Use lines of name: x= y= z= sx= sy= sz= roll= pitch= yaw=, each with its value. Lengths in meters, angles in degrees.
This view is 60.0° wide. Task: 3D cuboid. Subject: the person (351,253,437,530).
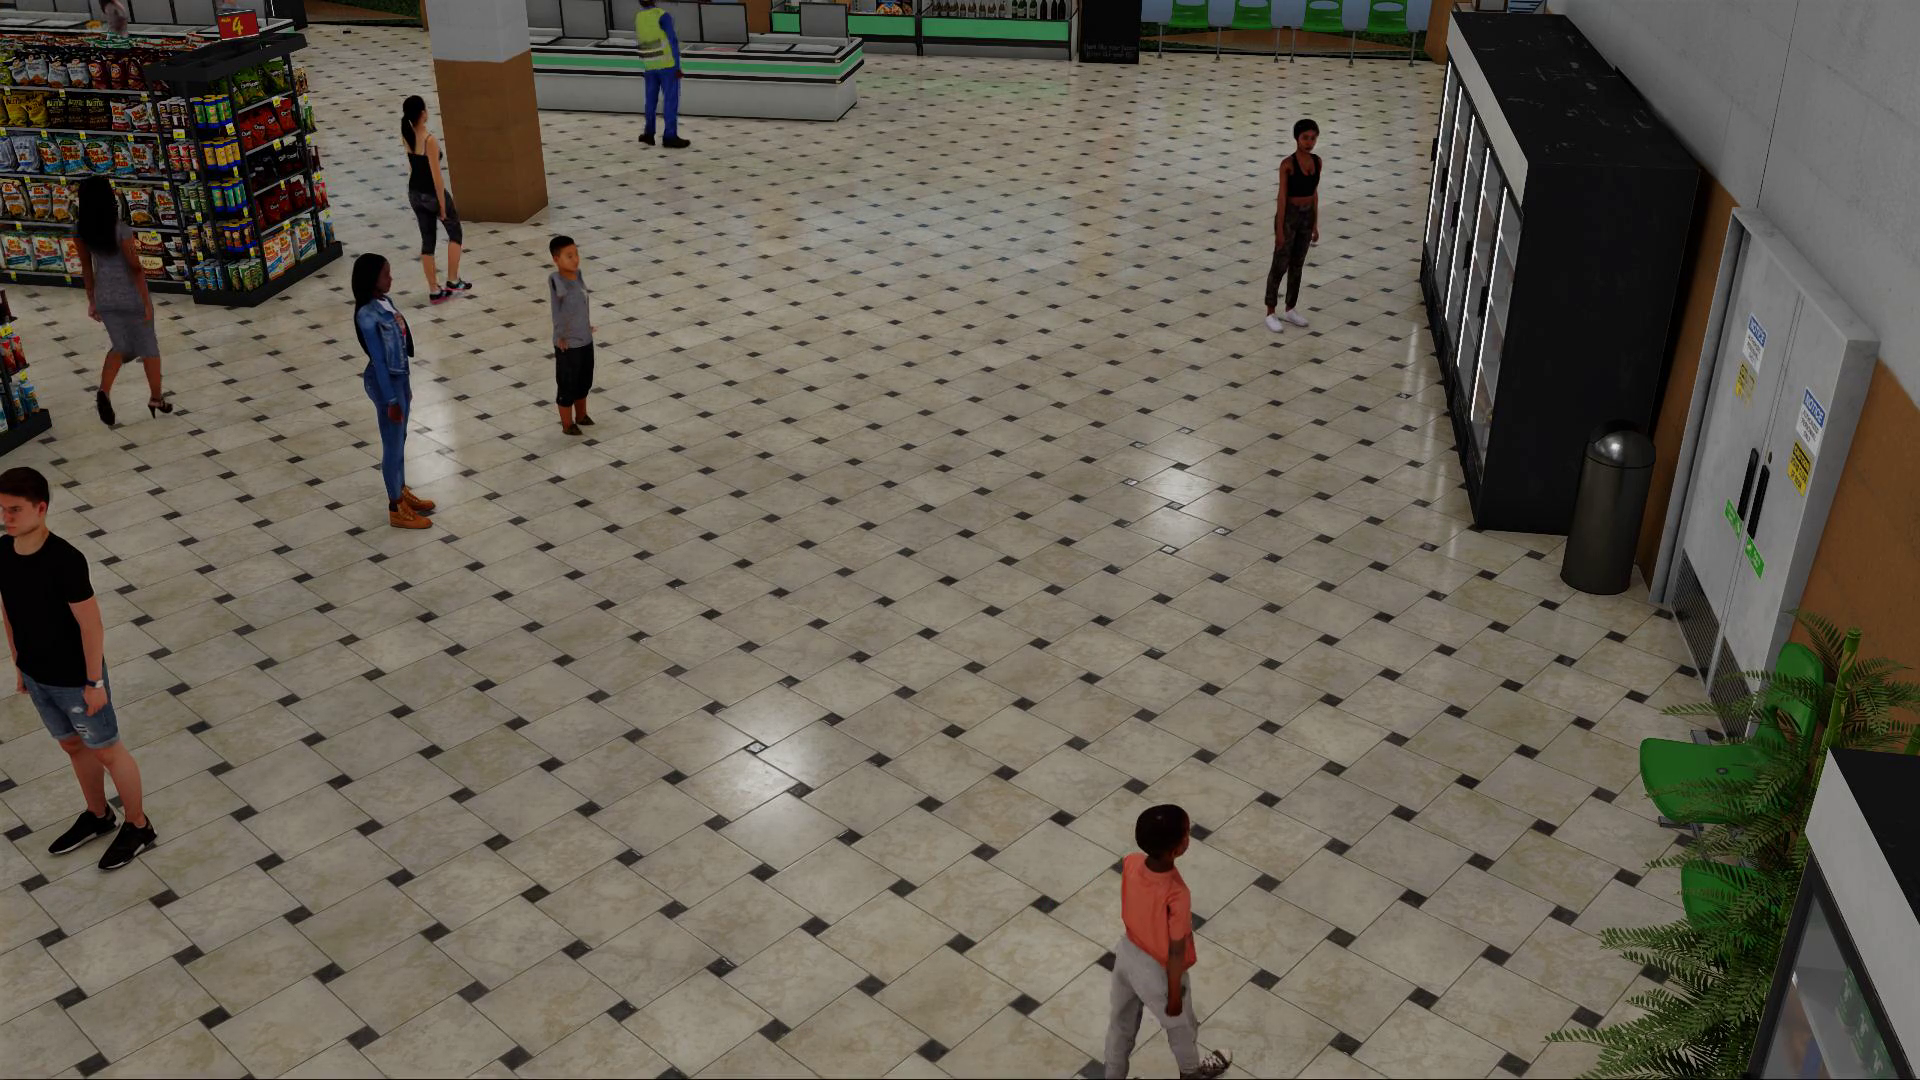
person: x=-3.487 y=-0.914 z=10.143 sx=0.626 sy=1.715 sz=0.664 roll=-4 pitch=27 yaw=-8

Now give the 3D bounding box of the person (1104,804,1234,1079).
person: x=0.625 y=1.508 z=5.833 sx=0.835 sy=1.293 sz=0.774 roll=-17 pitch=32 yaw=-31

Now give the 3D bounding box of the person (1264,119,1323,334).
person: x=2.694 y=-2.537 z=13.361 sx=0.637 sy=1.699 sz=0.718 roll=-14 pitch=30 yaw=-25

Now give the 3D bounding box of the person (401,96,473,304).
person: x=-4.497 y=-2.809 z=13.883 sx=0.661 sy=1.713 sz=0.704 roll=12 pitch=29 yaw=22

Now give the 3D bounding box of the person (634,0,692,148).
person: x=-3.368 y=-5.346 z=18.817 sx=0.659 sy=1.775 sz=0.893 roll=23 pitch=35 yaw=37

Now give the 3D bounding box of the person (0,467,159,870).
person: x=-3.825 y=0.543 z=7.128 sx=0.574 sy=1.844 sz=0.761 roll=11 pitch=29 yaw=20

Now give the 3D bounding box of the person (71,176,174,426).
person: x=-5.787 y=-1.571 z=11.389 sx=0.926 sy=1.760 sz=0.705 roll=2 pitch=27 yaw=4

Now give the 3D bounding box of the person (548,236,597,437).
person: x=-2.683 y=-1.451 z=11.489 sx=0.550 sy=1.455 sz=0.615 roll=10 pitch=29 yaw=19
